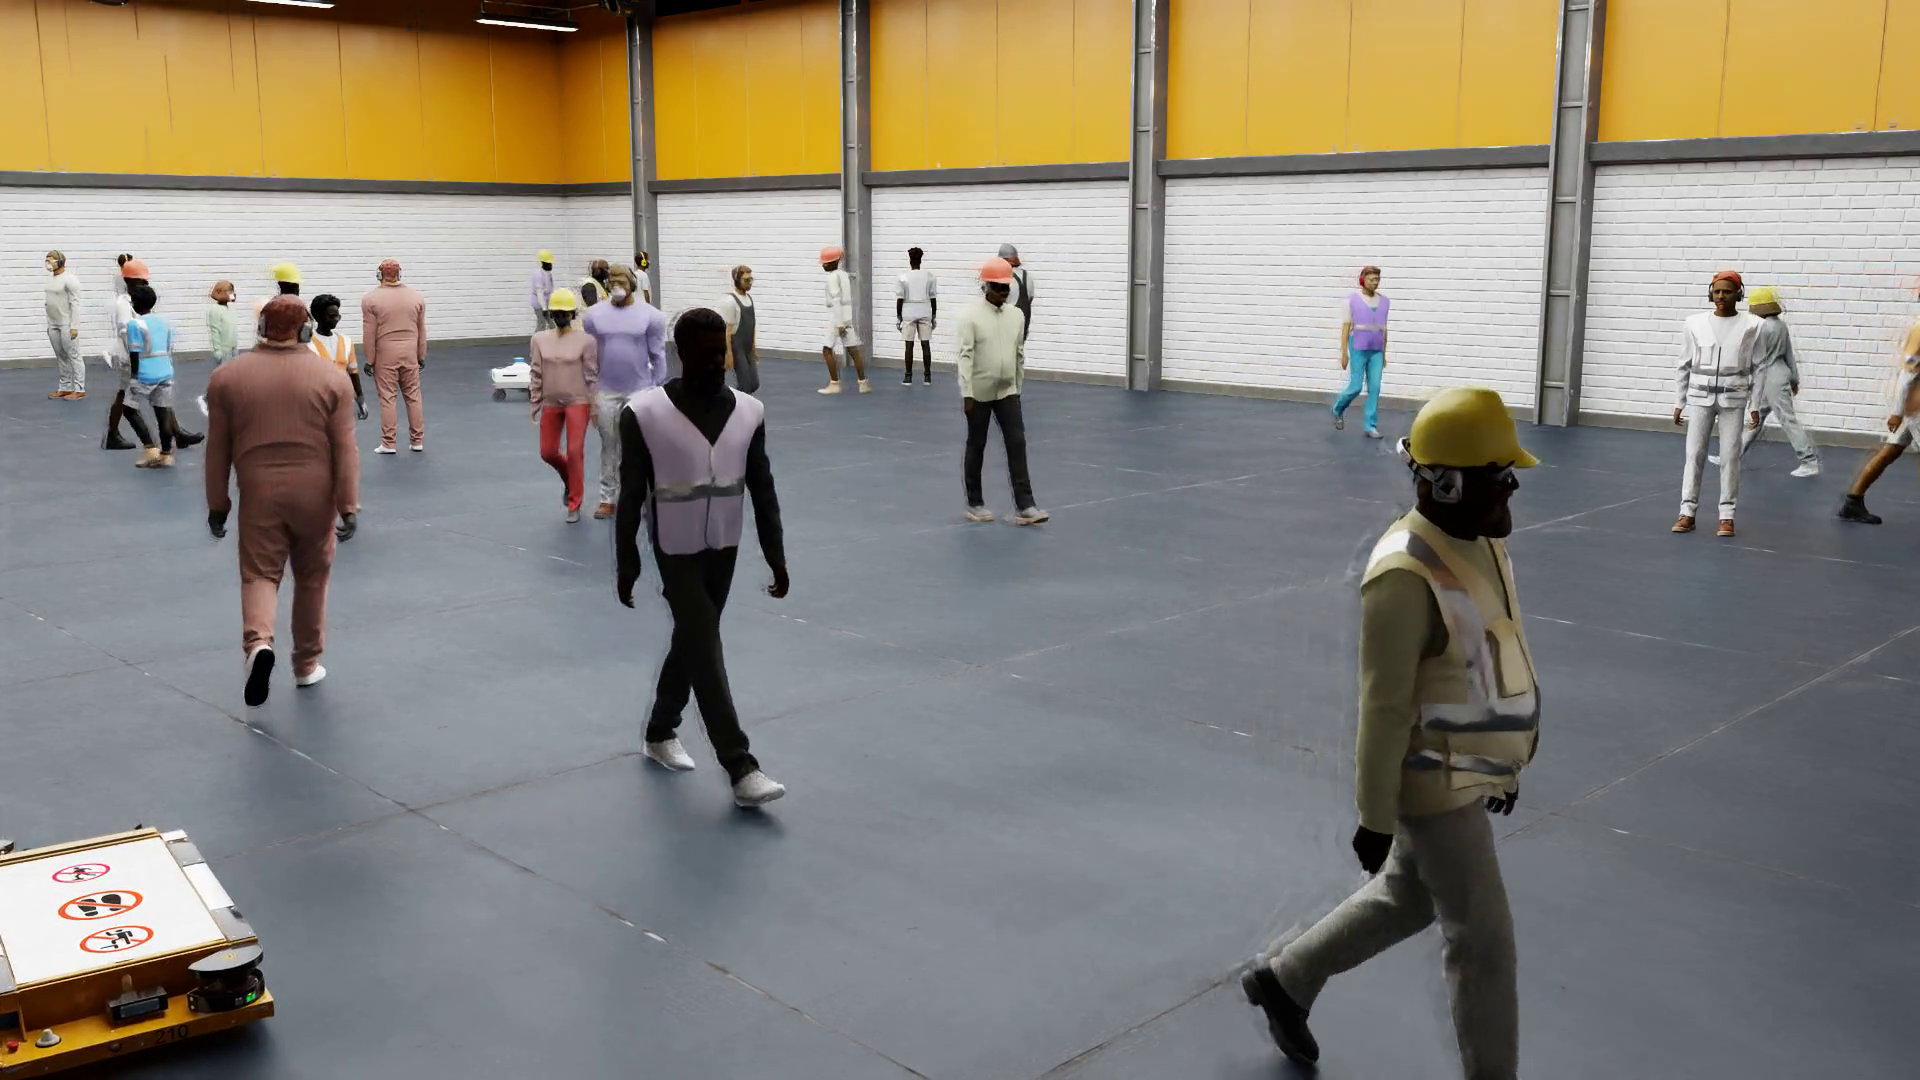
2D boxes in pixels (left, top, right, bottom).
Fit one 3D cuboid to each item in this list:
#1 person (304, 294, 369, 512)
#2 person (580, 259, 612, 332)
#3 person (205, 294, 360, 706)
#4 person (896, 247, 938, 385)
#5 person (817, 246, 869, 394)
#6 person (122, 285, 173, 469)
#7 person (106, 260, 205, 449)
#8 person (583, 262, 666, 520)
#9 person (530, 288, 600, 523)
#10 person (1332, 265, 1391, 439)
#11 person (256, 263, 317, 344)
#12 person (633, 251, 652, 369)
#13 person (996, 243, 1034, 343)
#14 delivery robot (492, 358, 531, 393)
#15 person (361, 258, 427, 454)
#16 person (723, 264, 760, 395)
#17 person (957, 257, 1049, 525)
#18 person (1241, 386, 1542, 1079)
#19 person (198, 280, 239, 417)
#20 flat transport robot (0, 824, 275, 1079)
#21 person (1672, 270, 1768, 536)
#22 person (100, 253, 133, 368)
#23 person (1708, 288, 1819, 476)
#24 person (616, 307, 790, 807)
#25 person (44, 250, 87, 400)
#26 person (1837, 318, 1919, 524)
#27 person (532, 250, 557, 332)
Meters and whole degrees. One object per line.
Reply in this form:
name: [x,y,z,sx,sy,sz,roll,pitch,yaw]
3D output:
person: [-4.832,-1.033,12.733,0.360,1.691,0.562,7,12,33]
person: [-4.781,-2.858,22.398,0.926,1.801,0.648,2,11,13]
person: [-3.098,-0.180,7.613,0.670,1.872,0.771,-2,11,-13]
person: [-0.621,-3.180,23.686,0.606,1.966,0.367,-2,11,-11]
person: [-1.554,-2.935,22.346,0.569,1.991,0.767,5,11,25]
person: [-7.397,-1.475,15.145,0.406,1.682,0.560,2,11,12]
person: [-8.114,-1.822,16.511,1.008,1.879,0.571,1,10,4]
person: [-2.528,-1.118,12.532,0.632,1.938,0.358,0,10,1]
person: [-2.945,-1.020,12.498,0.535,1.748,0.542,1,10,7]
person: [4.268,-1.997,17.633,0.568,1.825,0.669,-4,11,-20]
person: [-6.226,-1.645,15.579,1.028,1.864,0.605,5,11,25]
person: [-5.037,-3.656,26.533,0.328,1.877,0.509,-8,13,-36]
person: [0.603,-2.777,21.285,0.535,2.000,0.678,8,13,39]
delivery robot: [-5.662,-2.106,21.424,0.707,0.478,0.477,-2,11,-11]
person: [-5.543,-1.793,16.289,0.643,1.909,0.410,-10,14,-42]
person: [-2.389,-2.020,17.737,0.563,1.826,0.530,4,11,19]
person: [0.290,-1.068,12.168,0.653,1.955,0.911,-6,12,-30]
person: [1.082,0.524,3.957,0.856,1.806,0.593,6,12,29]
person: [-8.441,-2.162,19.058,0.525,1.620,0.512,1,10,7]
flat transport robot: [-2.513,1.125,4.835,0.652,0.197,1.431,-7,13,-35]
person: [5.400,-0.970,11.858,0.584,1.882,0.345,6,12,31]
person: [-13.320,-3.634,26.495,0.530,1.848,0.721,9,14,41]
person: [7.267,-1.411,14.867,0.979,1.660,0.490,10,14,44]
person: [-0.965,0.050,6.363,0.607,1.860,1.023,-9,14,-41]
person: [-11.646,-2.782,21.595,0.630,1.940,0.372,6,12,28]
person: [6.956,-0.995,12.045,1.032,1.878,0.554,7,13,34]
person: [-7.175,-4.051,28.679,0.595,1.871,0.625,2,11,10]
